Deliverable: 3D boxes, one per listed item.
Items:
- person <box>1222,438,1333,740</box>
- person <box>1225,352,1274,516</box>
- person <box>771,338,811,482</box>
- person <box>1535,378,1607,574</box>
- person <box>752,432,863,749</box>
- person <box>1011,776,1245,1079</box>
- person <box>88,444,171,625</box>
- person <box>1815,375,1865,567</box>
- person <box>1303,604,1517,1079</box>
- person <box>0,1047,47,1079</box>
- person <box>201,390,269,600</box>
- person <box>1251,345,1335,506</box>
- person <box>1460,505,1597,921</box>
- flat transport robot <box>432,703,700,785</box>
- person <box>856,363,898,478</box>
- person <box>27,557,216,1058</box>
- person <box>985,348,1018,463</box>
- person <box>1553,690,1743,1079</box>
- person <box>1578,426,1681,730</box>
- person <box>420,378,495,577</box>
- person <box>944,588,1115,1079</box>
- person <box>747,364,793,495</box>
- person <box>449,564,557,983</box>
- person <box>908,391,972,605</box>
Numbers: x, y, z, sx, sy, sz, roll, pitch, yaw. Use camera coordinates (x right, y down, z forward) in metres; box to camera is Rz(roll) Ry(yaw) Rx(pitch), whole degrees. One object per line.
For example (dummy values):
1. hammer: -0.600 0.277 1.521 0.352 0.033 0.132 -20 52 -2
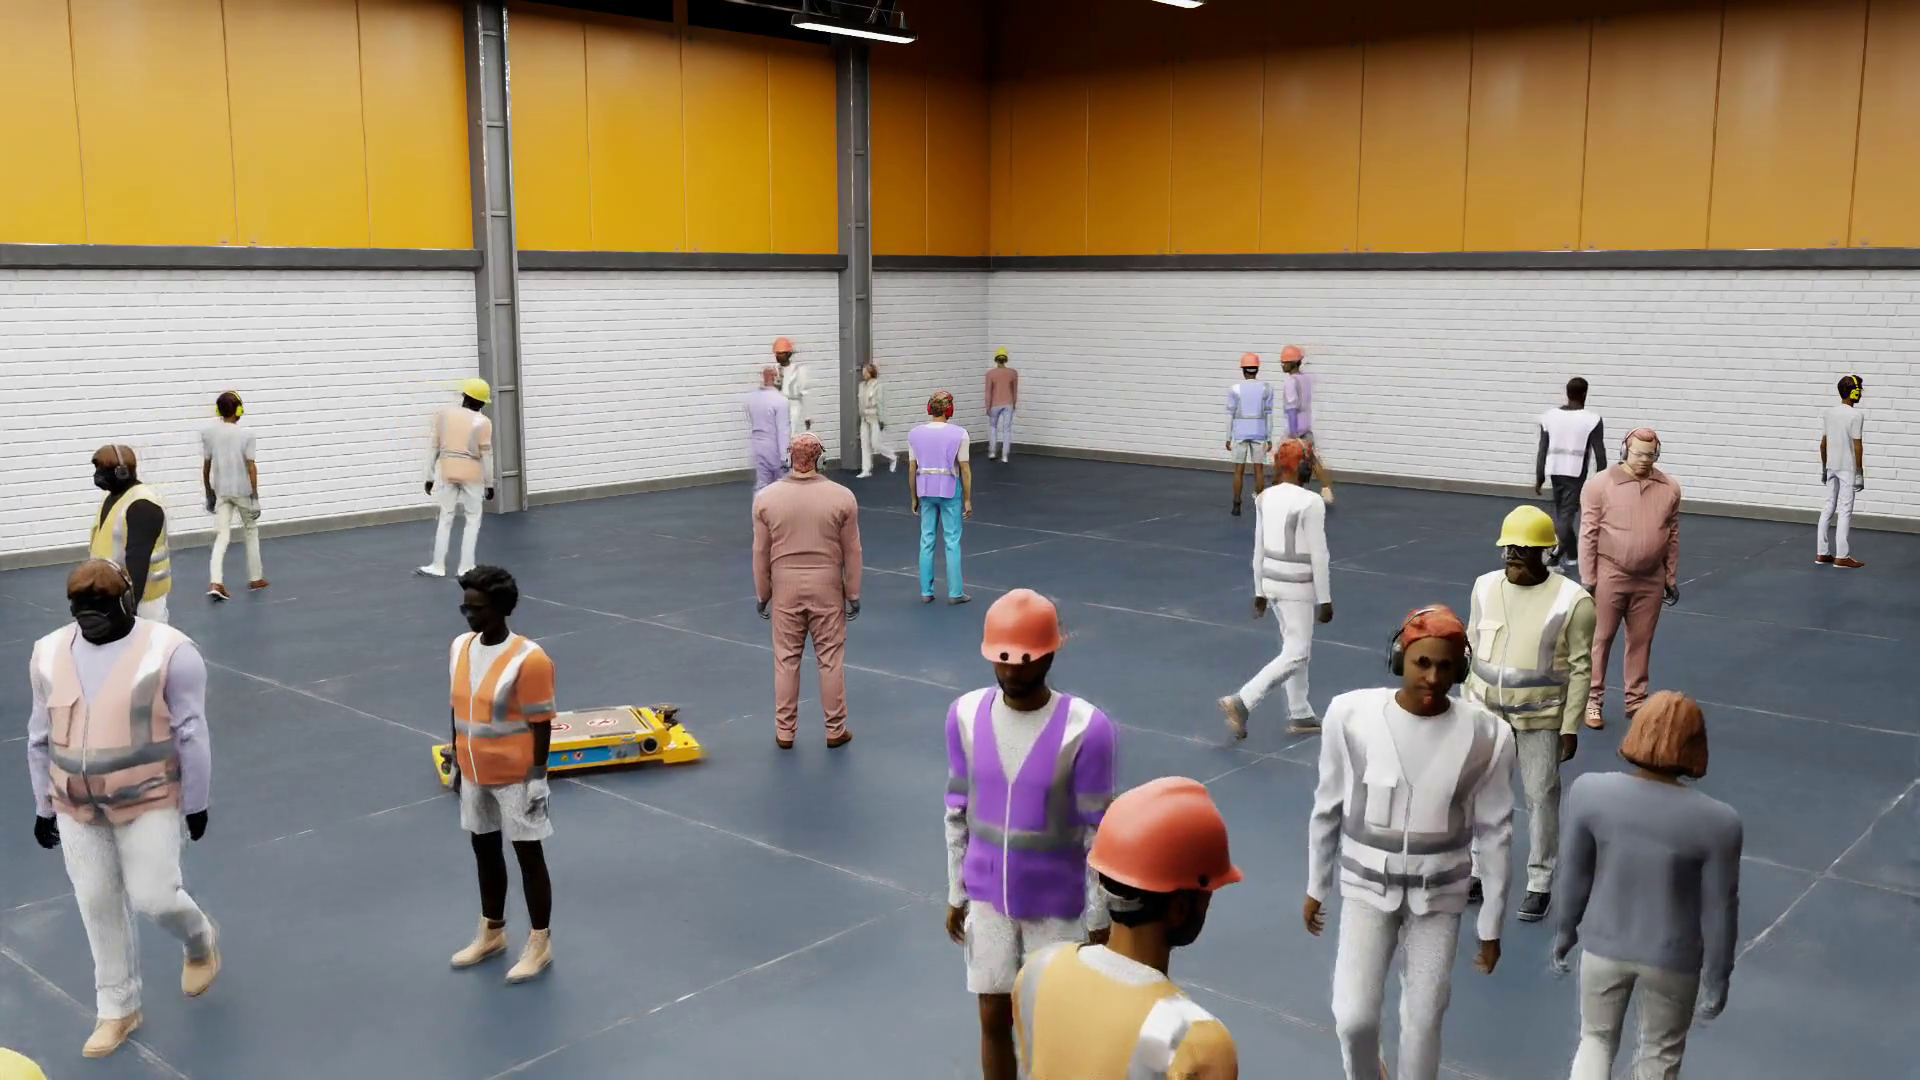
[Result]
1. person: 1.955 0.310 10.099 0.802 1.862 0.578 -4 10 -22
2. person: 3.398 -1.236 19.573 0.560 1.930 0.383 1 9 7
3. person: -2.367 -1.635 21.826 0.643 2.001 0.964 6 11 35
4. person: 5.863 -0.620 15.917 0.612 1.859 1.039 9 13 43
5. person: -0.907 0.306 9.957 0.651 1.907 0.409 0 9 -1
6. person: 0.323 1.385 3.124 0.443 1.921 0.555 -7 12 -39
7. person: -5.097 0.339 10.023 0.641 1.816 0.747 8 12 41
8. person: 8.606 -0.668 16.192 0.329 1.872 0.508 -3 9 -16
9. person: 1.374 1.103 5.118 0.615 1.863 0.484 2 9 15
10. person: -1.290 1.546 2.289 0.593 1.882 0.978 -4 10 -21
11. person: -6.429 -0.401 14.649 0.533 1.833 0.951 0 9 -1
12. person: 4.141 -1.388 20.391 1.098 1.990 0.620 8 12 40
13. person: 2.476 0.755 7.371 0.590 1.833 0.404 8 12 43
14. flat transport robot: -2.289 1.171 9.644 1.431 0.197 0.652 -4 10 -22
15. person: -1.187 -1.679 23.323 0.552 1.626 0.526 -8 12 -41
16. person: -3.088 0.950 6.168 0.637 1.830 0.534 0 9 1
17. person: 0.607 -2.060 25.365 0.531 1.736 0.794 -1 9 -9
18. person: 2.003 1.249 4.921 0.525 1.616 0.506 6 11 35
19. person: 4.190 0.239 10.398 0.639 1.902 0.407 0 9 -3
20. person: -4.730 -0.581 15.632 0.757 1.874 0.442 2 9 11
21. person: 0.242 1.064 5.181 0.554 1.921 0.653 4 10 25
22. person: -1.944 -0.925 17.724 0.540 1.887 0.678 -9 13 -44
23. person: -1.855 0.929 6.698 0.540 1.695 0.317 5 10 29
24. person: -0.173 -0.355 14.297 0.564 1.846 0.390 3 10 19
